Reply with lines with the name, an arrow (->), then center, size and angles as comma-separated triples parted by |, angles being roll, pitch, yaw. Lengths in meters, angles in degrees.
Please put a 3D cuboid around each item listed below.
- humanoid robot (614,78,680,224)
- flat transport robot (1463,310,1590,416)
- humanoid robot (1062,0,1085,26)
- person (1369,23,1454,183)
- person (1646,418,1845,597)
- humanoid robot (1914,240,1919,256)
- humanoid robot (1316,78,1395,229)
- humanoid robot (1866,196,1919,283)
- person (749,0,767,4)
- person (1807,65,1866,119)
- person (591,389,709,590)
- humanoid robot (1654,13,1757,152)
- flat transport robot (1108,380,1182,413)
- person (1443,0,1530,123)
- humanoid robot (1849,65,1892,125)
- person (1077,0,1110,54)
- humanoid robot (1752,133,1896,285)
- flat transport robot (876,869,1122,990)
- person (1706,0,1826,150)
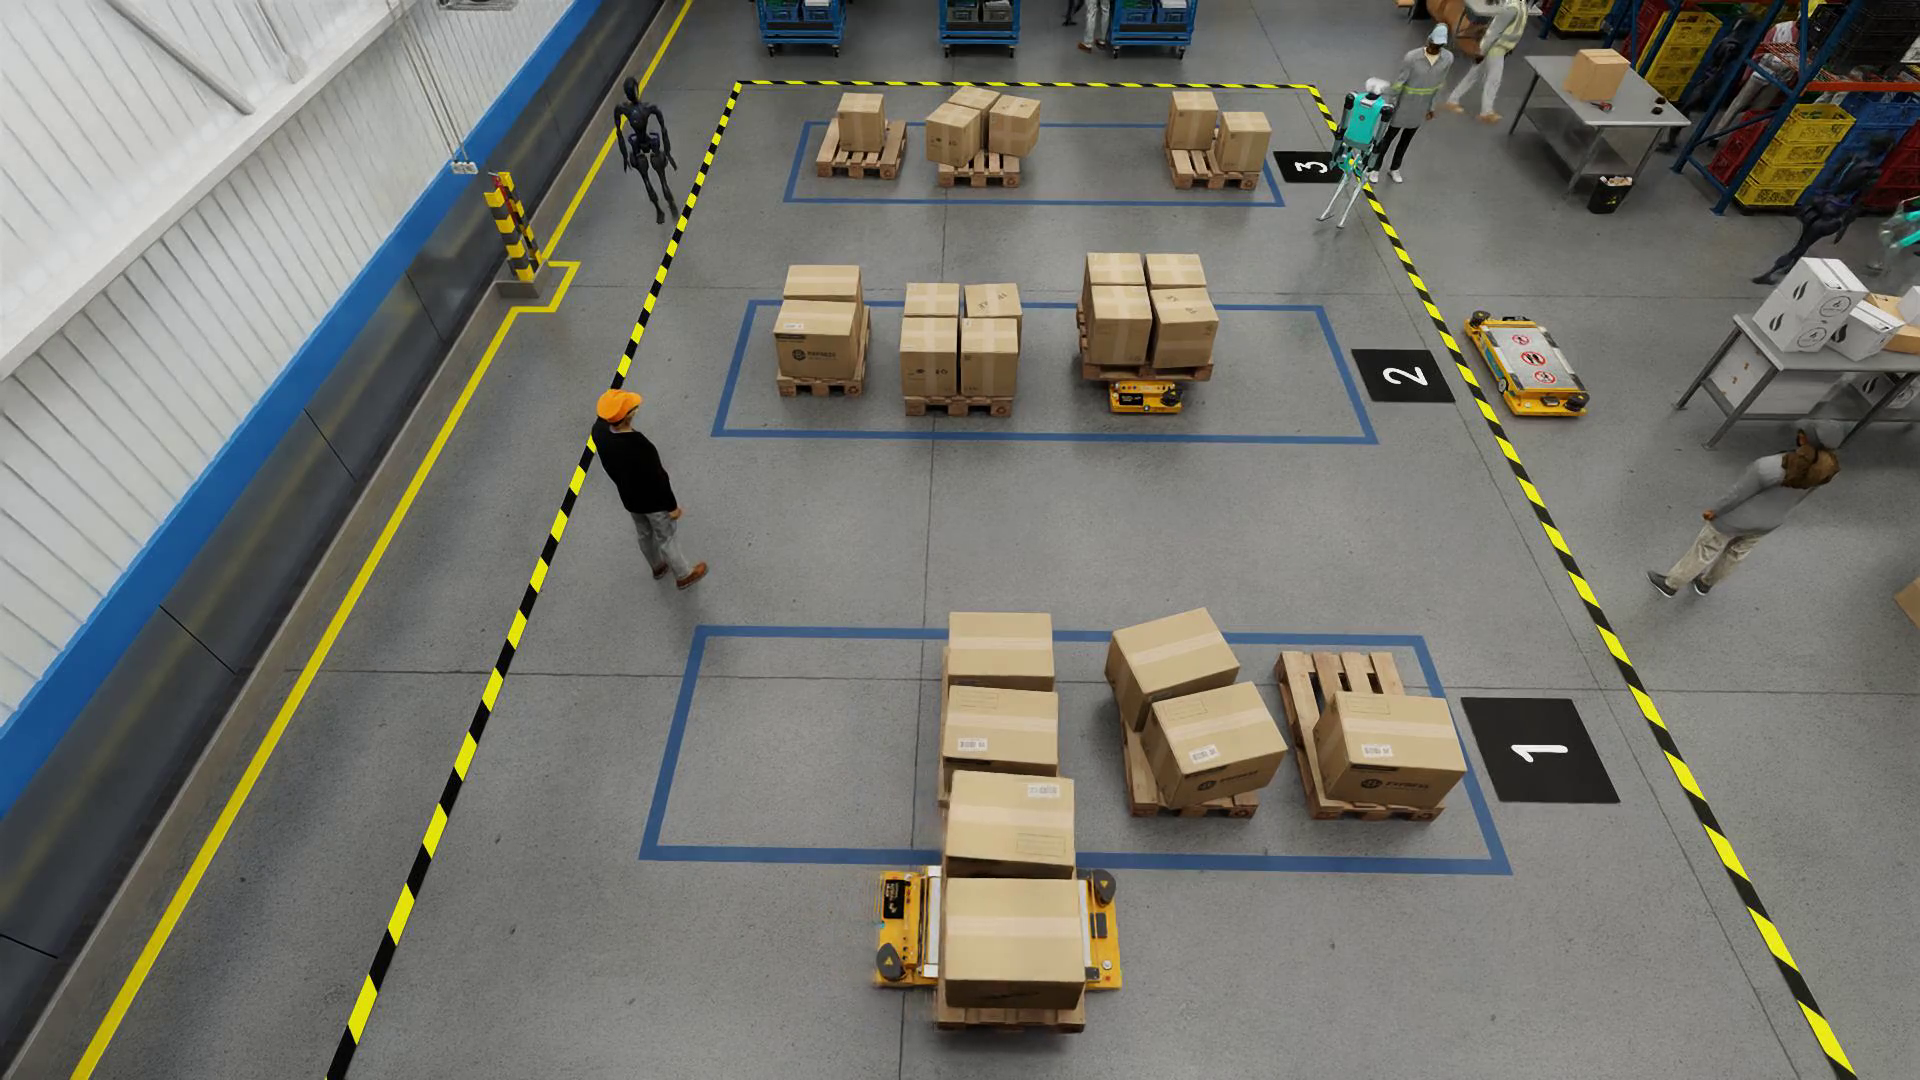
humanoid robot -> -3.548, -4.380, 10.392 | 0.599, 1.645, 0.363 | -6, 49, -5
flat transport robot -> 5.573, -1.757, 9.054 | 0.659, 0.231, 1.431 | 1, 49, 1
humanoid robot -> 1.835, -8.928, 14.327 | 0.337, 1.653, 0.585 | -11, 50, -9
person -> 5.422, -5.189, 10.977 | 0.596, 1.850, 0.398 | 0, 49, 0
person -> 5.778, -0.186, 6.701 | 0.561, 1.769, 0.400 | -2, 49, -1
humanoid robot -> 11.081, -3.892, 9.960 | 0.315, 1.657, 0.599 | 13, 50, 11
humanoid robot -> 4.487, -4.356, 10.241 | 0.533, 1.681, 0.735 | 35, 57, 26
humanoid robot -> 10.246, -3.490, 9.646 | 0.805, 1.858, 0.532 | 26, 54, 21
person -> -3.382, -9.817, 14.918 | 0.596, 1.958, 0.369 | 2, 49, 2
person -> 11.246, -5.860, 11.537 | 0.356, 1.883, 0.572 | 5, 49, 4
person -> -2.314, -0.347, 6.766 | 0.586, 1.885, 0.383 | 25, 53, 20
humanoid robot -> 9.412, -5.765, 11.584 | 0.354, 1.649, 0.595 | 23, 53, 19
flat transport robot -> 1.773, -1.807, 9.079 | 0.652, 0.197, 1.431 | 1, 49, 1
person -> 7.155, -6.500, 12.149 | 0.899, 1.794, 0.648 | 25, 53, 20
humanoid robot -> 11.245, -5.414, 11.195 | 0.531, 1.725, 0.725 | -29, 55, -23
person -> 2.060, -8.306, 13.620 | 0.627, 1.940, 0.373 | -19, 52, -16
humanoid robot -> 9.129, -3.428, 9.582 | 0.714, 1.630, 0.589 | -1, 49, -1
flat transport robot -> 0.234, 2.319, 5.508 | 1.431, 0.197, 0.652 | 1, 49, 1
person -> 10.186, -5.821, 11.536 | 0.587, 1.833, 0.404 | 15, 51, 13
